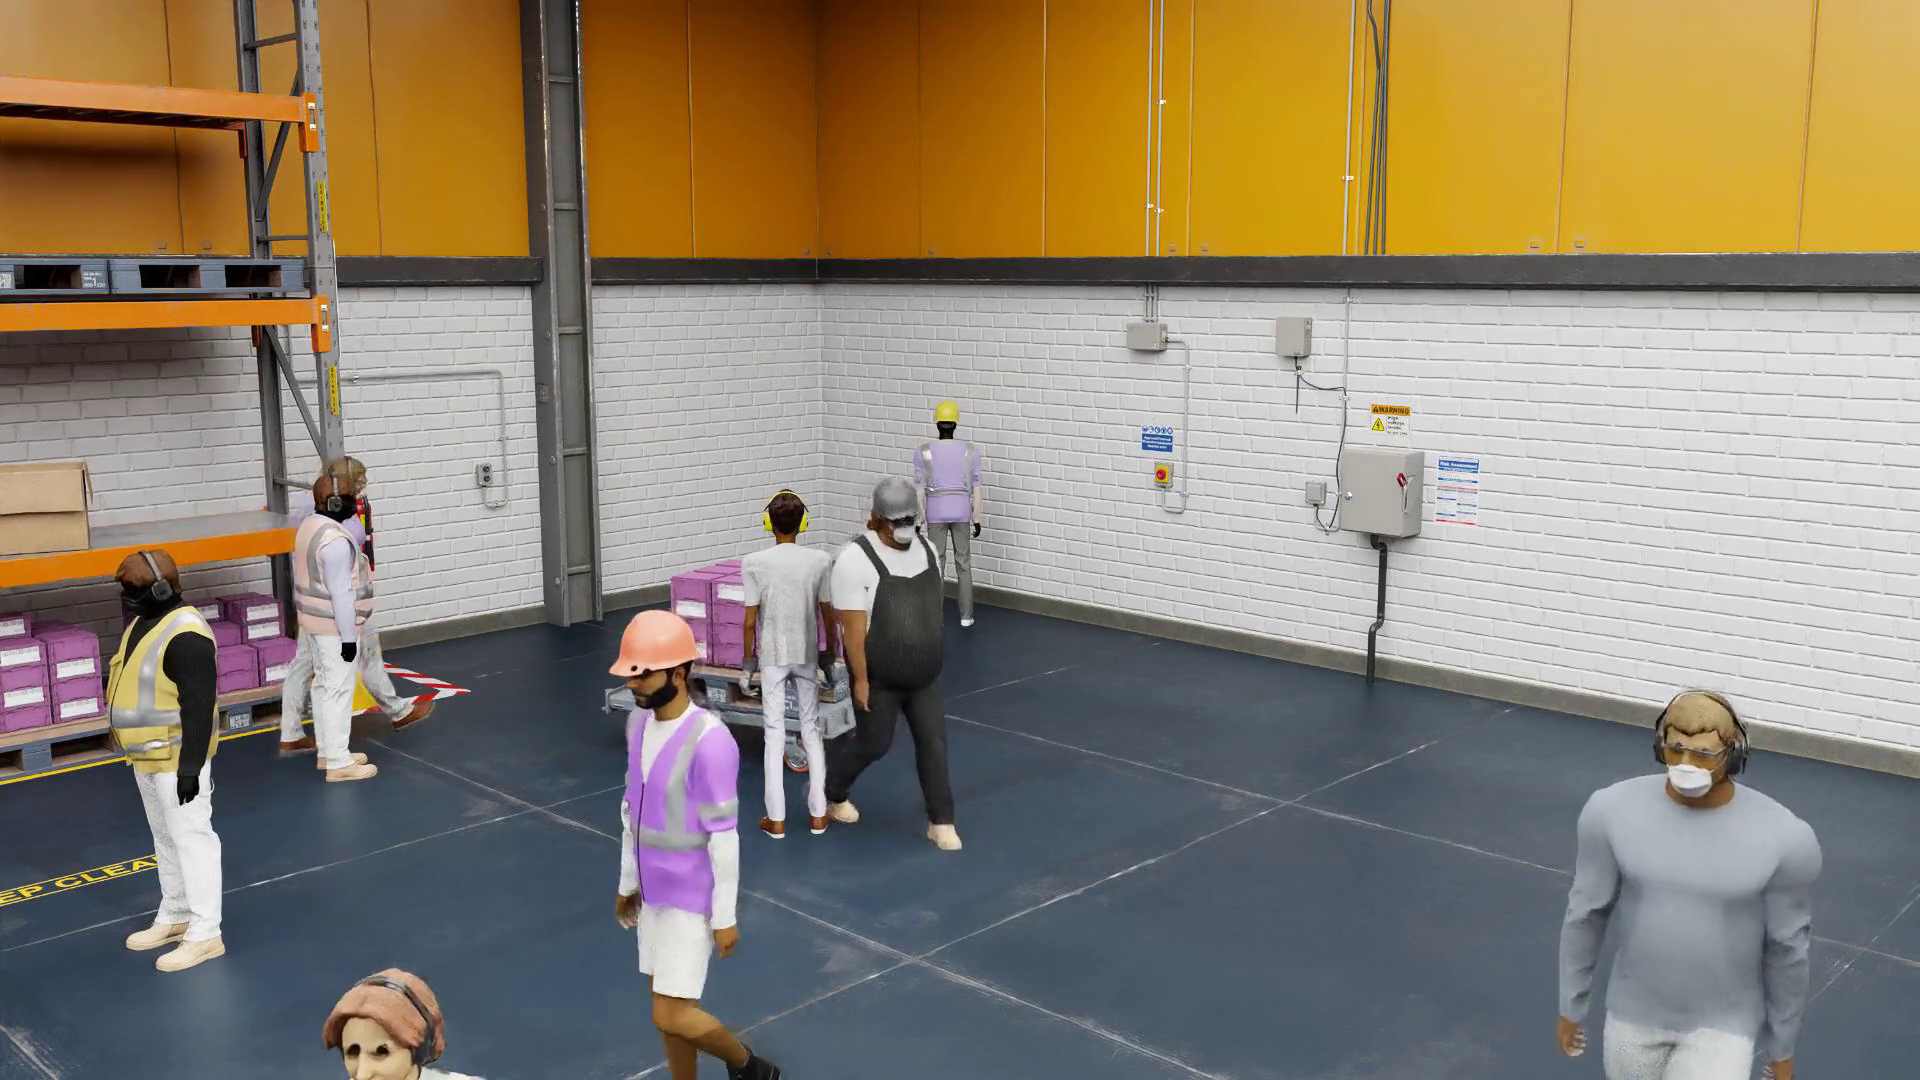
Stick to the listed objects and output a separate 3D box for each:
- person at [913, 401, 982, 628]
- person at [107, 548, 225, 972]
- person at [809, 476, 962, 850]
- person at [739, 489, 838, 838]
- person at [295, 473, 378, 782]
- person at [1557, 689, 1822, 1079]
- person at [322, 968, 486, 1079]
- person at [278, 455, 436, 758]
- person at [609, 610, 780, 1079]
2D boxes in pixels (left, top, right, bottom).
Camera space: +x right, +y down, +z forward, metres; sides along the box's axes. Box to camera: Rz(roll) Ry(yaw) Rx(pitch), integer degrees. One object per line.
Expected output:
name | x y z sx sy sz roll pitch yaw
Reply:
person | -0.106 -0.205 14.023 0.585 1.929 0.371 -1 9 -7
person | -3.465 0.945 7.263 0.429 1.838 0.622 -9 13 -44
person | -0.404 0.596 8.768 0.697 2.000 0.818 -6 11 -35
person | -0.919 0.661 8.900 0.535 1.868 0.309 -3 10 -15
person | -3.710 0.516 9.917 0.431 1.836 0.619 -6 11 -35
person | 2.057 1.327 4.734 0.643 1.904 0.964 7 11 36
person | -1.140 1.669 3.444 0.546 1.619 0.460 0 9 2
person | -3.879 0.396 10.514 0.647 1.864 1.059 7 12 37
person | -0.944 1.169 5.617 0.468 1.921 0.554 -7 12 -38
